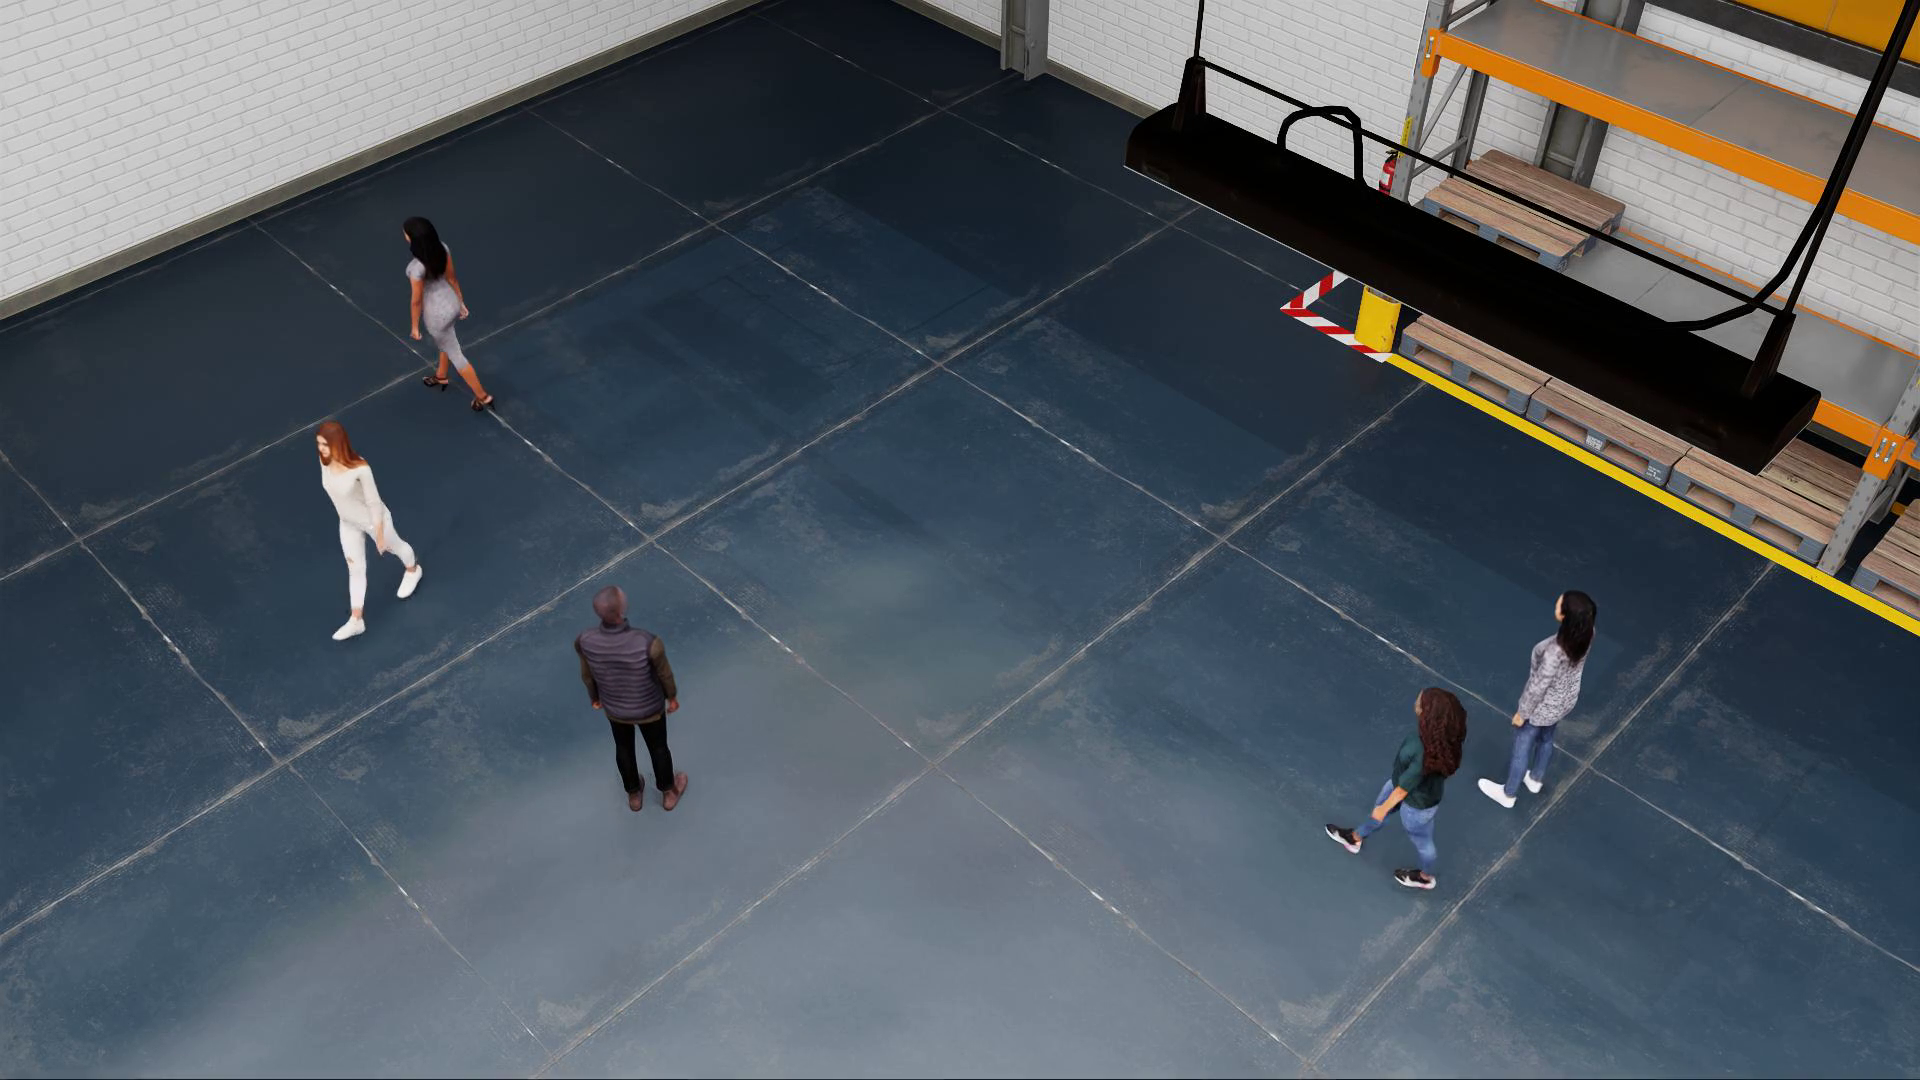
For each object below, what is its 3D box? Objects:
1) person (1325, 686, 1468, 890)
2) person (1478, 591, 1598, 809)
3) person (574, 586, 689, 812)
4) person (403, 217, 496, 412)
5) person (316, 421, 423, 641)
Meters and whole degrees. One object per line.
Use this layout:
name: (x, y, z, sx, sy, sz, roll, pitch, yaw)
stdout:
person: (2.722, 1.499, 9.601, 1.032, 1.590, 0.801, 18, 46, 18)
person: (3.557, 0.969, 10.054, 0.642, 1.731, 0.572, -28, 50, -26)
person: (-1.965, 0.974, 9.973, 0.755, 1.837, 0.835, 3, 44, 3)
person: (-3.925, -1.692, 12.832, 1.038, 1.753, 0.854, 15, 46, 15)
person: (-3.987, -0.179, 11.306, 1.127, 1.668, 0.978, 14, 45, 15)
